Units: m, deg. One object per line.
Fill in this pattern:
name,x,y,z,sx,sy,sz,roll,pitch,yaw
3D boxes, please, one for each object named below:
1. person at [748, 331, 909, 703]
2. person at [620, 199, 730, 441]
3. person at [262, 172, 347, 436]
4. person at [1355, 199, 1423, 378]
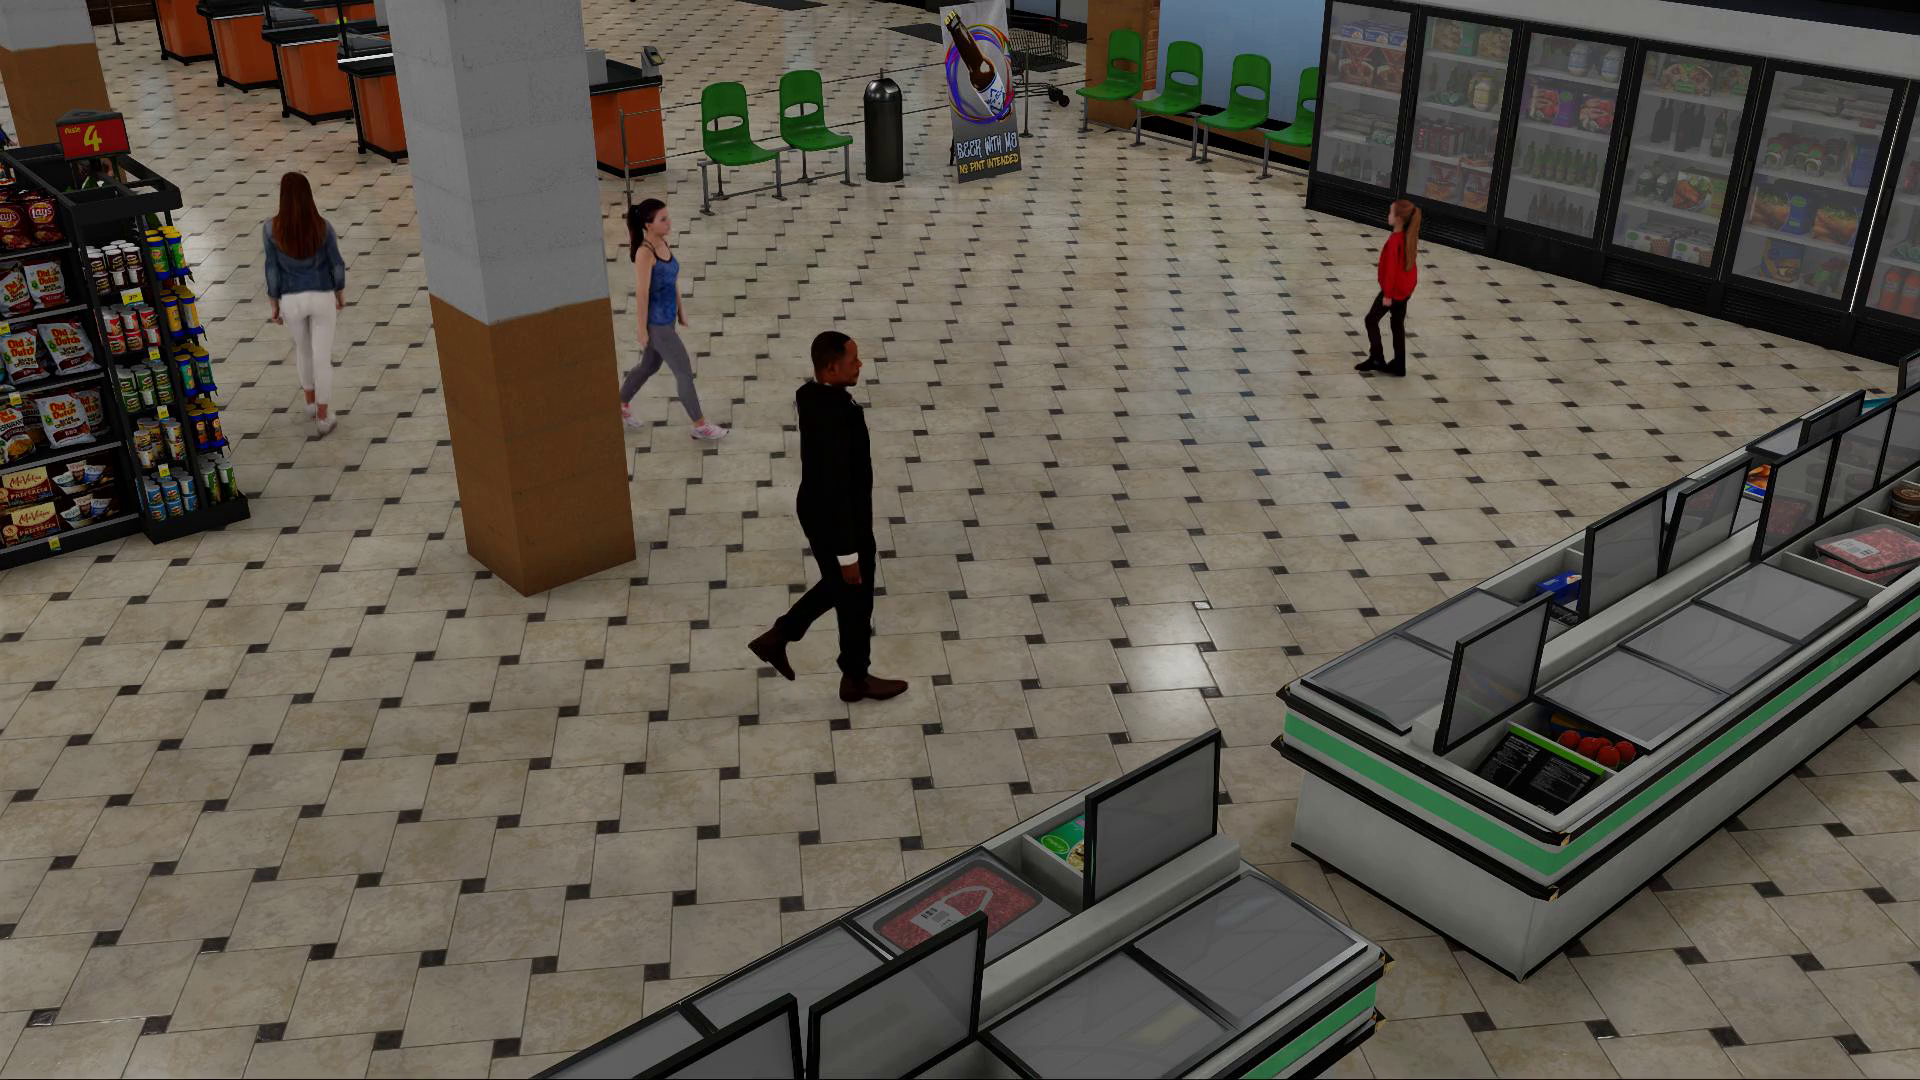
person,-0.645,-0.063,7.690,1.116,1.888,0.957,-7,28,-14
person,-1.994,-1.383,10.643,1.077,1.572,1.054,4,27,8
person,-4.209,-1.482,10.721,0.835,1.677,0.878,-5,27,-10
person,3.111,-1.745,11.689,0.623,1.271,0.553,19,33,33
